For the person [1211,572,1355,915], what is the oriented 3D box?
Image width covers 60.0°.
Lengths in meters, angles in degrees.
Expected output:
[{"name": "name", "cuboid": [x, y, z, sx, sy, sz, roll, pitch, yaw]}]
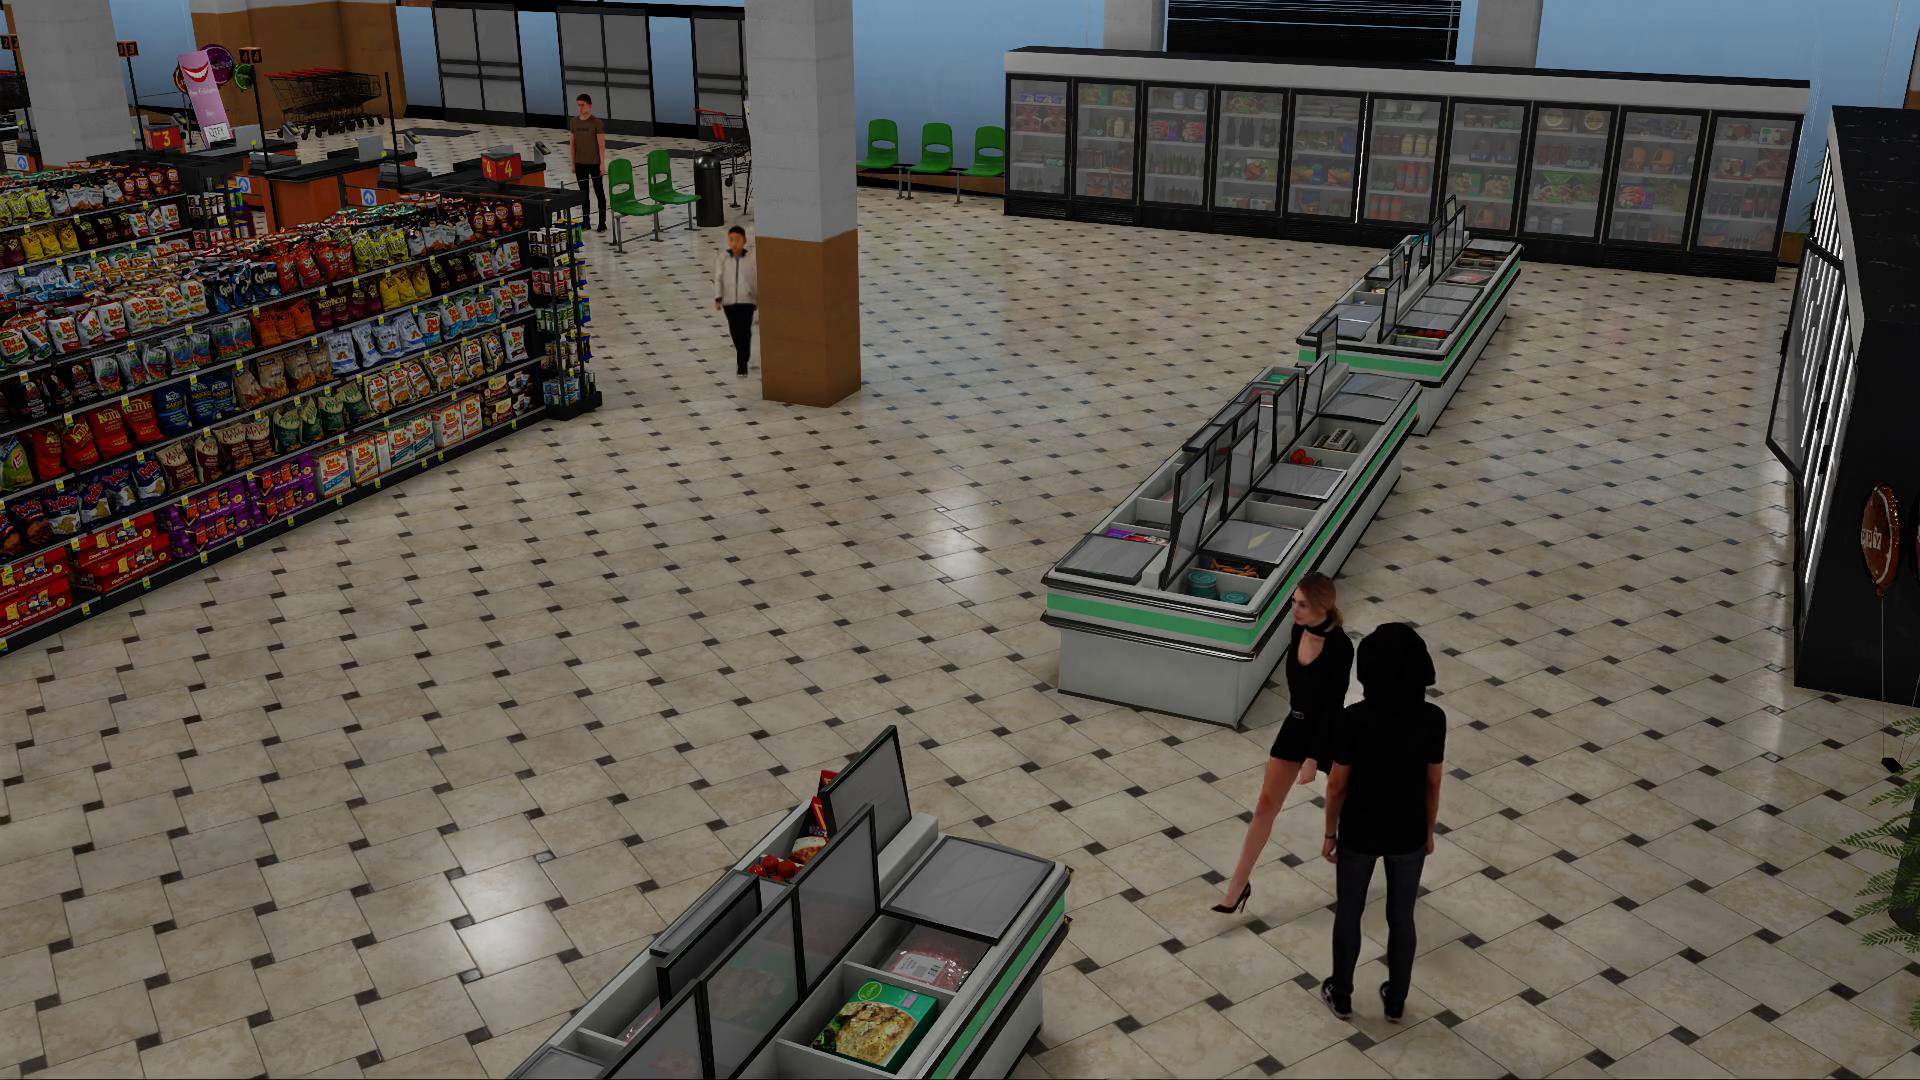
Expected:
[{"name": "person", "cuboid": [1.728, 0.960, 7.731, 1.203, 1.718, 0.977, -14, 26, -31]}]

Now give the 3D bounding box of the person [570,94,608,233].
[{"name": "person", "cuboid": [-5.087, -5.173, 22.815, 0.710, 1.852, 0.649, 4, 22, 11]}]

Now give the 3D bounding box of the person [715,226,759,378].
[{"name": "person", "cuboid": [-2.181, -2.372, 16.418, 0.844, 1.424, 1.056, 0, 22, 0]}]

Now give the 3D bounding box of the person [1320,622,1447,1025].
[{"name": "person", "cuboid": [1.773, 1.205, 6.975, 0.694, 1.828, 0.643, 2, 22, 5]}]
